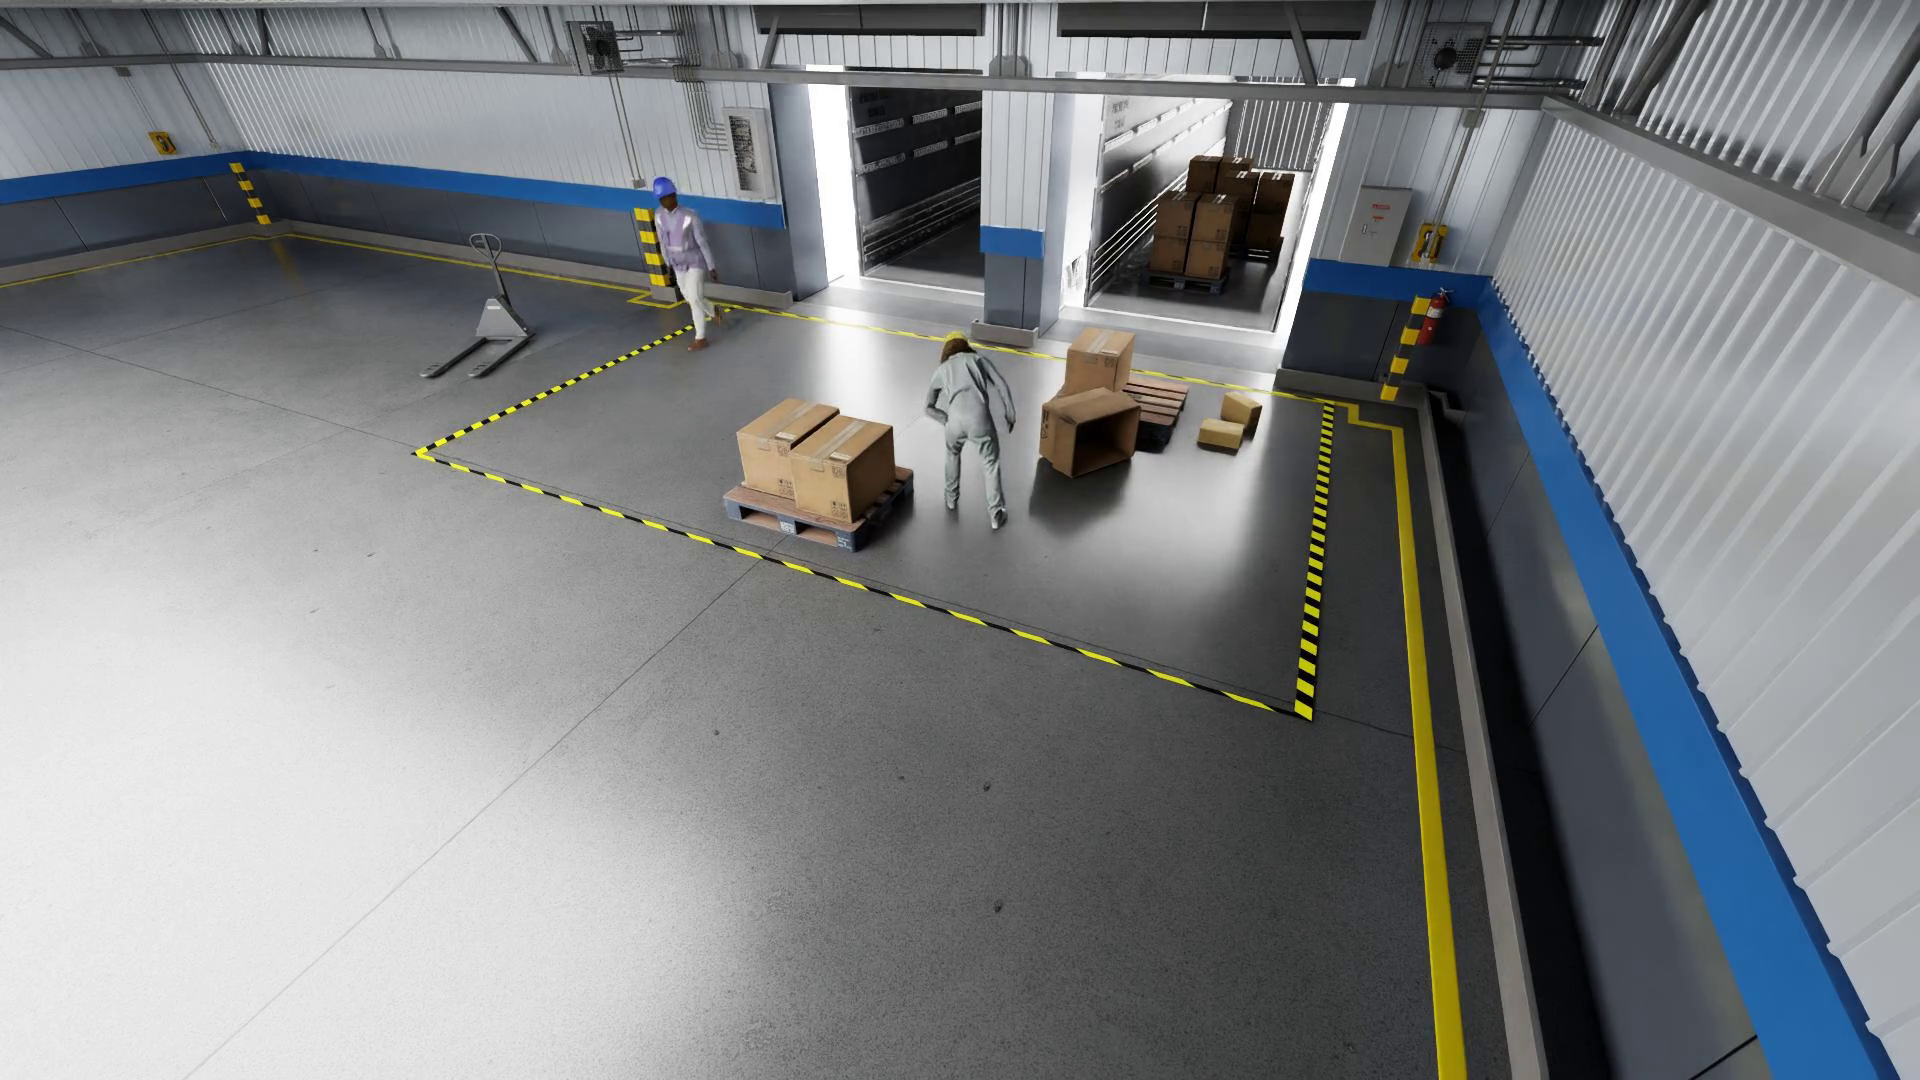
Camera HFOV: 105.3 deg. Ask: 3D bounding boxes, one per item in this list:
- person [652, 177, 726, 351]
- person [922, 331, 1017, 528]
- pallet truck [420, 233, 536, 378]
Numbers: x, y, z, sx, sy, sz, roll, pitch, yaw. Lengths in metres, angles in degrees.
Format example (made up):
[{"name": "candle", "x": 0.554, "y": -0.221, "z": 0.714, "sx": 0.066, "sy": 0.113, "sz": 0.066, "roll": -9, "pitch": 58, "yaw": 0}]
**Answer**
[{"name": "person", "x": -3.160, "y": -3.275, "z": 8.650, "sx": 0.659, "sy": 1.899, "sz": 0.882, "roll": 12, "pitch": 37, "yaw": 16}, {"name": "person", "x": 0.089, "y": -0.879, "z": 5.785, "sx": 0.722, "sy": 1.333, "sz": 0.841, "roll": 5, "pitch": 36, "yaw": 7}, {"name": "pallet truck", "x": -5.664, "y": -2.712, "z": 8.427, "sx": 0.680, "sy": 1.201, "sz": 1.601, "roll": 0, "pitch": 35, "yaw": -1}]
